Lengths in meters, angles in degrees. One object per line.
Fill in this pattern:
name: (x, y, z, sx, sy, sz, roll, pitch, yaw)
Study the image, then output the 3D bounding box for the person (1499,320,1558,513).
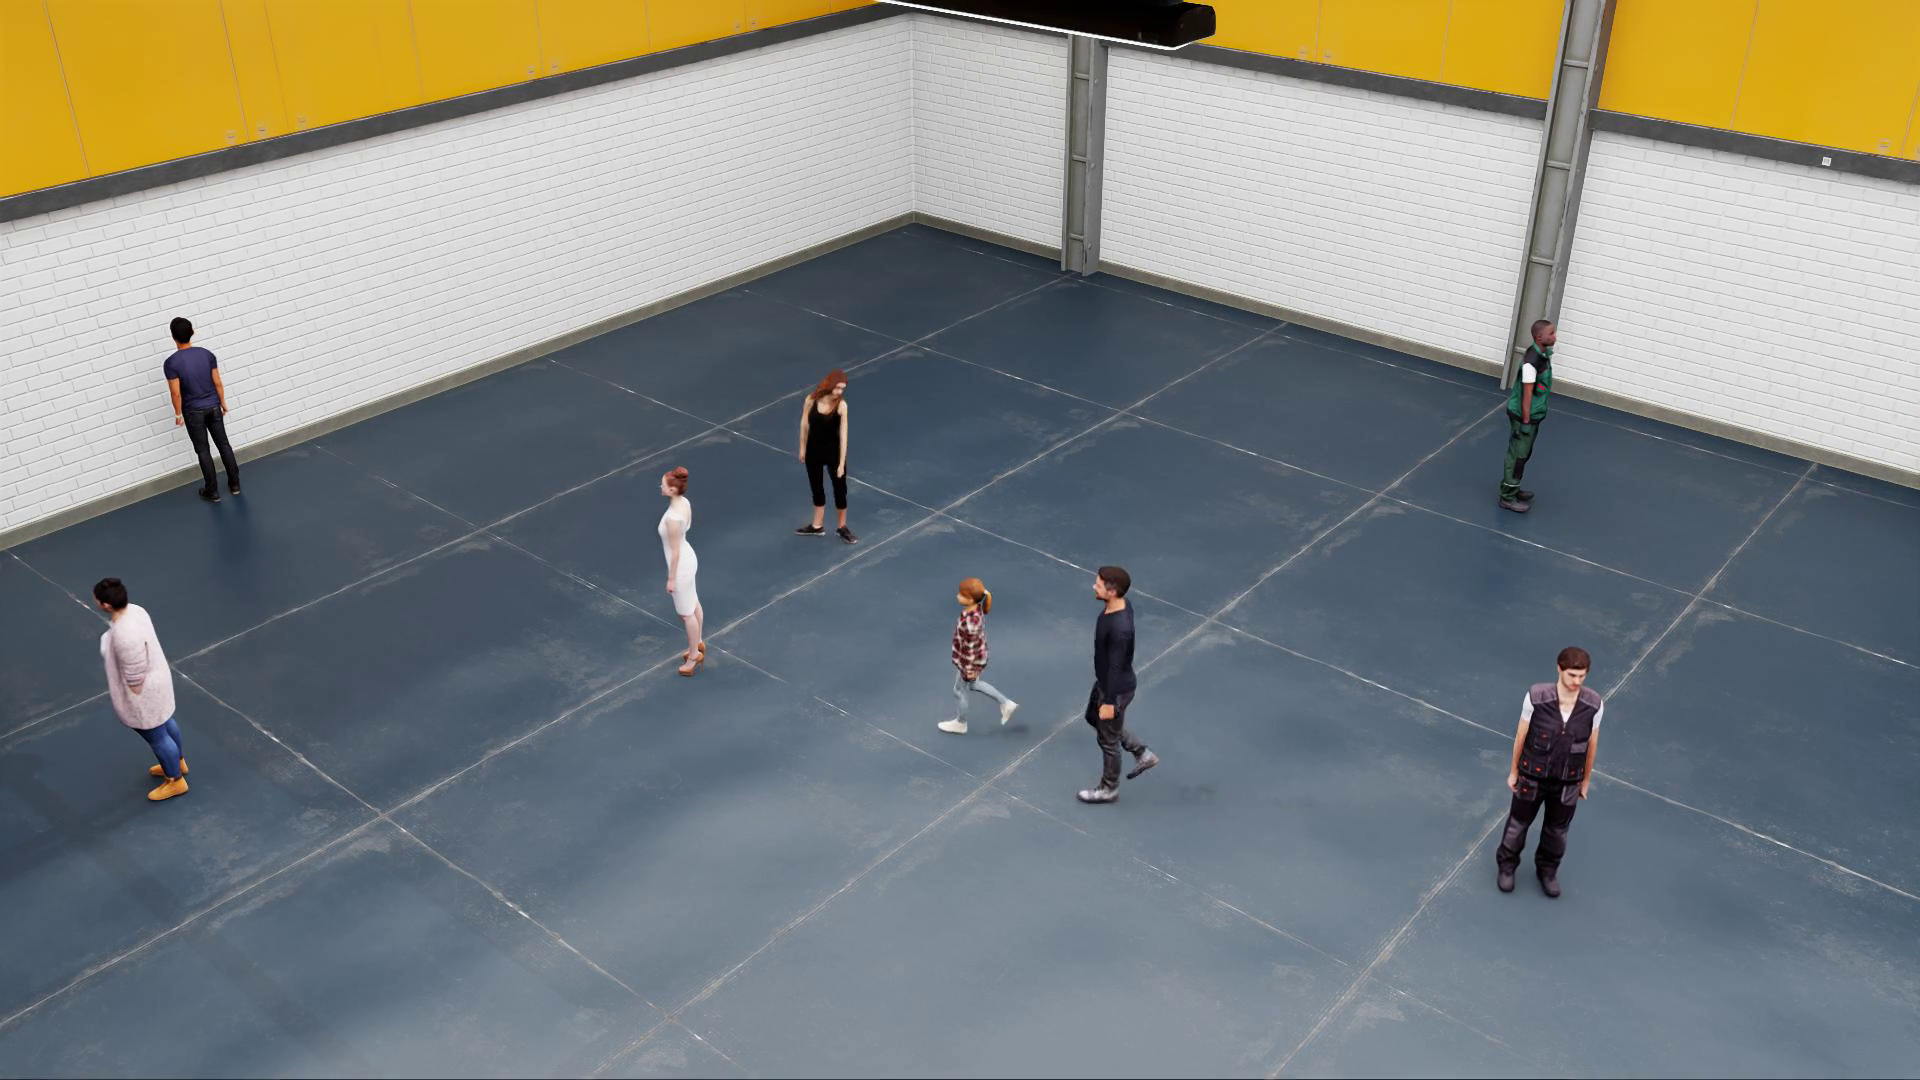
person: (5.233, -1.168, 15.354, 0.708, 1.840, 0.749, 12, 31, 21)

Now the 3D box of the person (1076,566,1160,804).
person: (1.139, 1.005, 11.353, 0.962, 1.857, 0.890, 0, 29, 0)

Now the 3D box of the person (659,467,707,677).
person: (-2.133, 0.236, 12.830, 0.656, 1.792, 0.627, 1, 29, 3)

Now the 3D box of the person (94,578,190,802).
person: (-5.642, 0.992, 11.497, 0.862, 1.741, 0.760, -8, 30, -15)

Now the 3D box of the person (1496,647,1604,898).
person: (3.732, 1.463, 10.527, 0.702, 1.844, 0.810, 5, 29, 9)

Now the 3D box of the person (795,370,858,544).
person: (-1.238, -0.763, 14.770, 0.651, 1.688, 0.887, 16, 33, 27)

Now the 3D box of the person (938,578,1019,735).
person: (0.148, 0.864, 12.201, 0.900, 1.292, 0.773, 4, 29, 7)

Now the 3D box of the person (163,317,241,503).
person: (-7.069, -1.222, 15.502, 0.538, 1.793, 0.653, 25, 37, 38)
